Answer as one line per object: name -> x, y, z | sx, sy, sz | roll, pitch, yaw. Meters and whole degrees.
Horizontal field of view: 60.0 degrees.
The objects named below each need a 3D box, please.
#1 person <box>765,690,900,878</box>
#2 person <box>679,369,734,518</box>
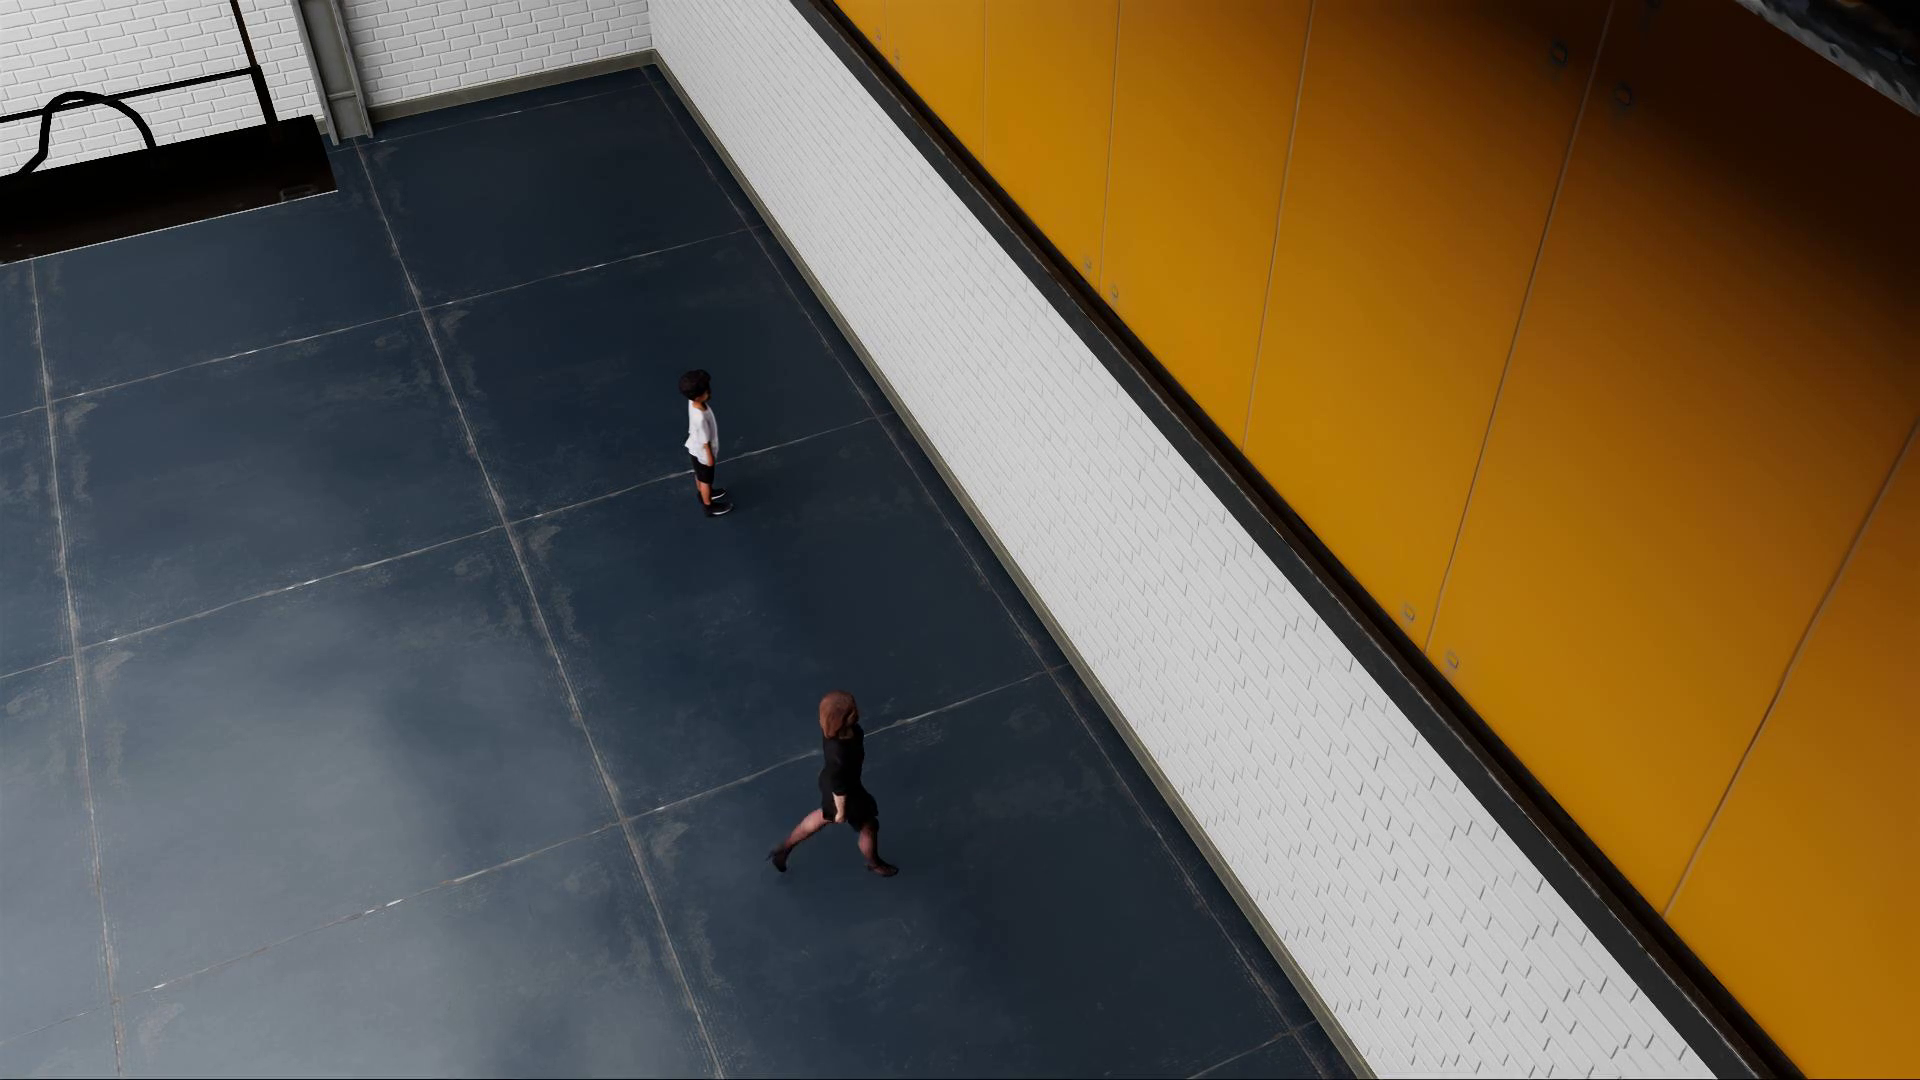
person -> -0.754, 1.437, 9.531 | 1.082, 1.680, 0.779 | -6, 44, -6
person -> -1.877, -0.703, 12.084 | 0.520, 1.256, 0.502 | -12, 45, -12
